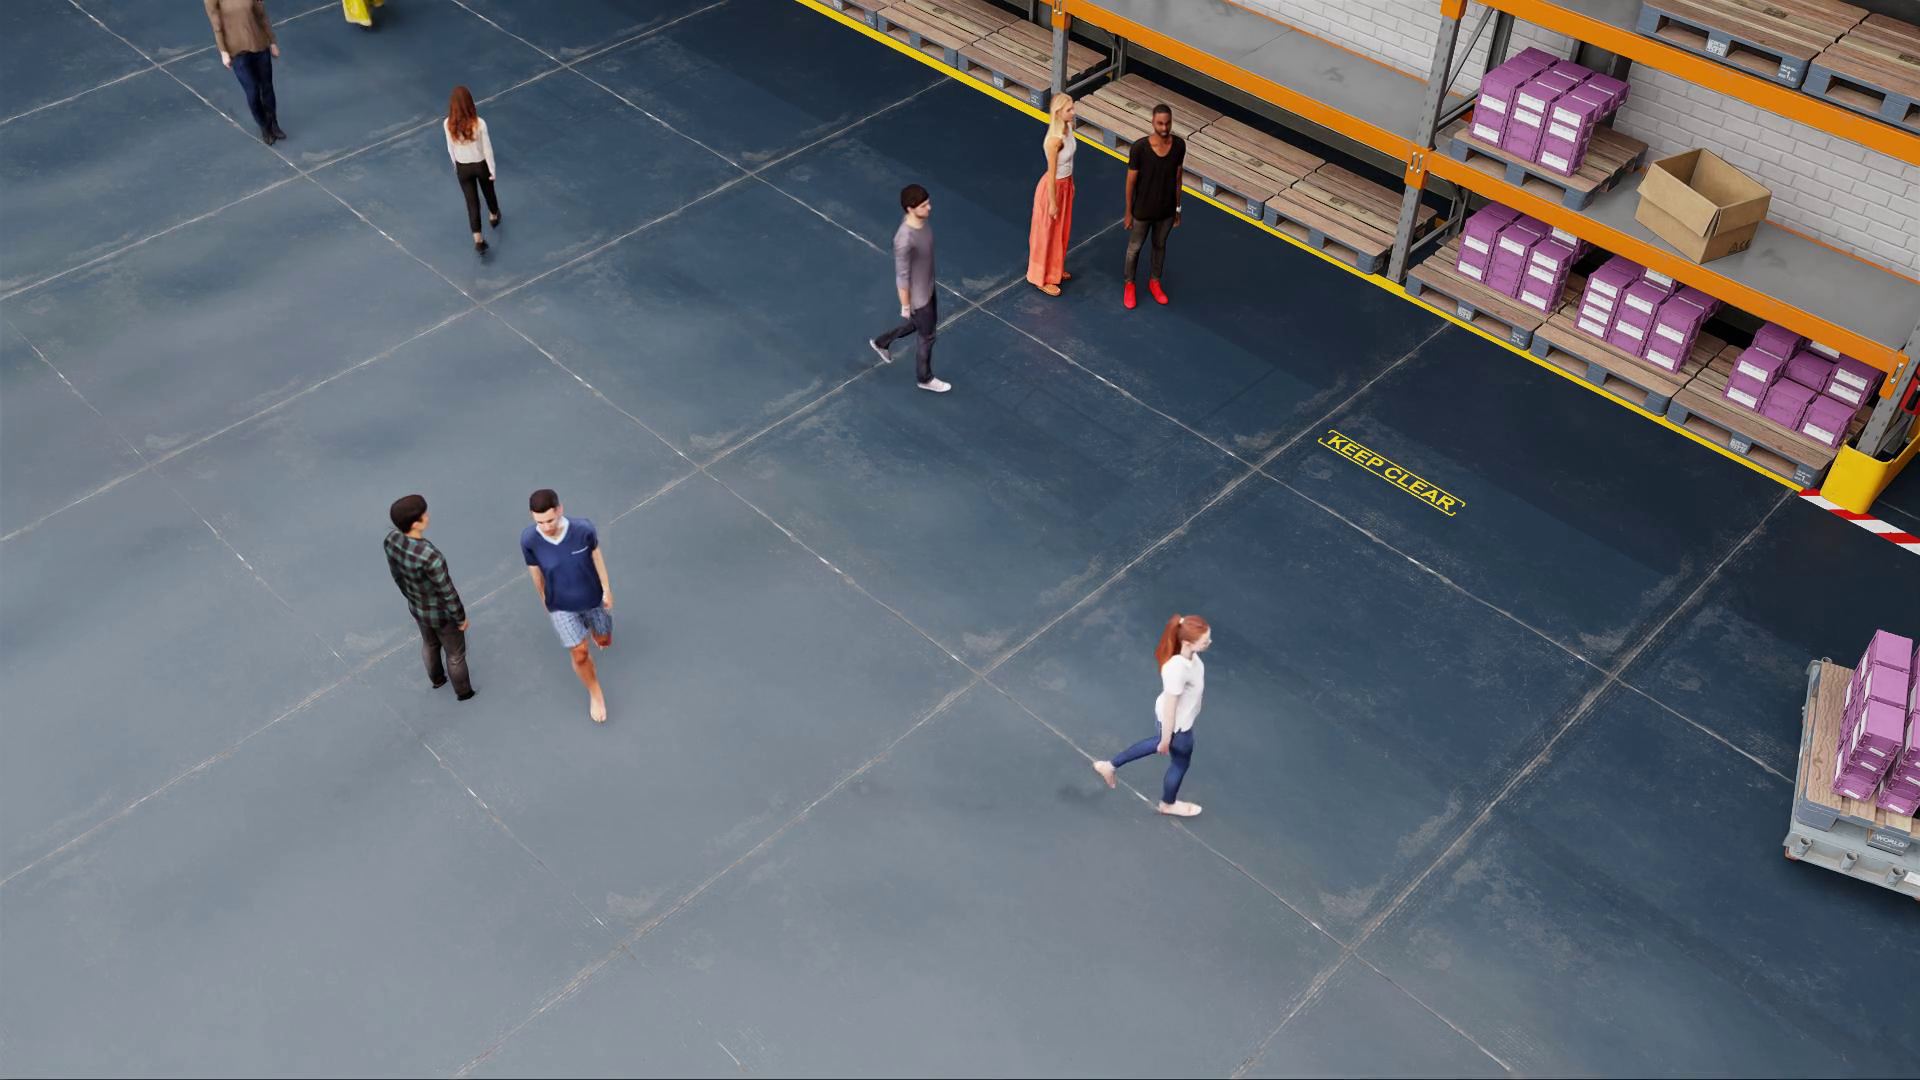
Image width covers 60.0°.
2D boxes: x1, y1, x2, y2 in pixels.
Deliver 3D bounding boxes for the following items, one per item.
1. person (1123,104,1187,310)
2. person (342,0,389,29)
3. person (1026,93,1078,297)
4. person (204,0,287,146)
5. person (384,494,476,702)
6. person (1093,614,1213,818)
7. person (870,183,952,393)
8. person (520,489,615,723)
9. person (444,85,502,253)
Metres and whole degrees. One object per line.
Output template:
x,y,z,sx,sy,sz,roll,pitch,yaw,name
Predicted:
1.590,-2.762,13.708,0.720,1.805,0.724,-9,44,-9,person
-6.346,-6.158,17.396,0.951,1.635,1.231,-19,47,-19,person
0.800,-2.900,13.855,0.699,1.802,0.709,17,46,17,person
-6.738,-4.659,15.649,0.670,1.875,0.607,-31,52,-28,person
-3.374,0.406,10.597,0.560,1.709,0.758,24,49,23,person
1.158,1.038,9.781,0.992,1.719,0.909,3,44,3,person
-0.407,-1.952,12.841,1.066,1.827,0.958,9,44,9,person
-2.433,0.304,10.481,0.916,1.818,1.094,-12,45,-12,person
-4.231,-3.183,14.404,0.906,1.455,1.040,-6,44,-6,person
